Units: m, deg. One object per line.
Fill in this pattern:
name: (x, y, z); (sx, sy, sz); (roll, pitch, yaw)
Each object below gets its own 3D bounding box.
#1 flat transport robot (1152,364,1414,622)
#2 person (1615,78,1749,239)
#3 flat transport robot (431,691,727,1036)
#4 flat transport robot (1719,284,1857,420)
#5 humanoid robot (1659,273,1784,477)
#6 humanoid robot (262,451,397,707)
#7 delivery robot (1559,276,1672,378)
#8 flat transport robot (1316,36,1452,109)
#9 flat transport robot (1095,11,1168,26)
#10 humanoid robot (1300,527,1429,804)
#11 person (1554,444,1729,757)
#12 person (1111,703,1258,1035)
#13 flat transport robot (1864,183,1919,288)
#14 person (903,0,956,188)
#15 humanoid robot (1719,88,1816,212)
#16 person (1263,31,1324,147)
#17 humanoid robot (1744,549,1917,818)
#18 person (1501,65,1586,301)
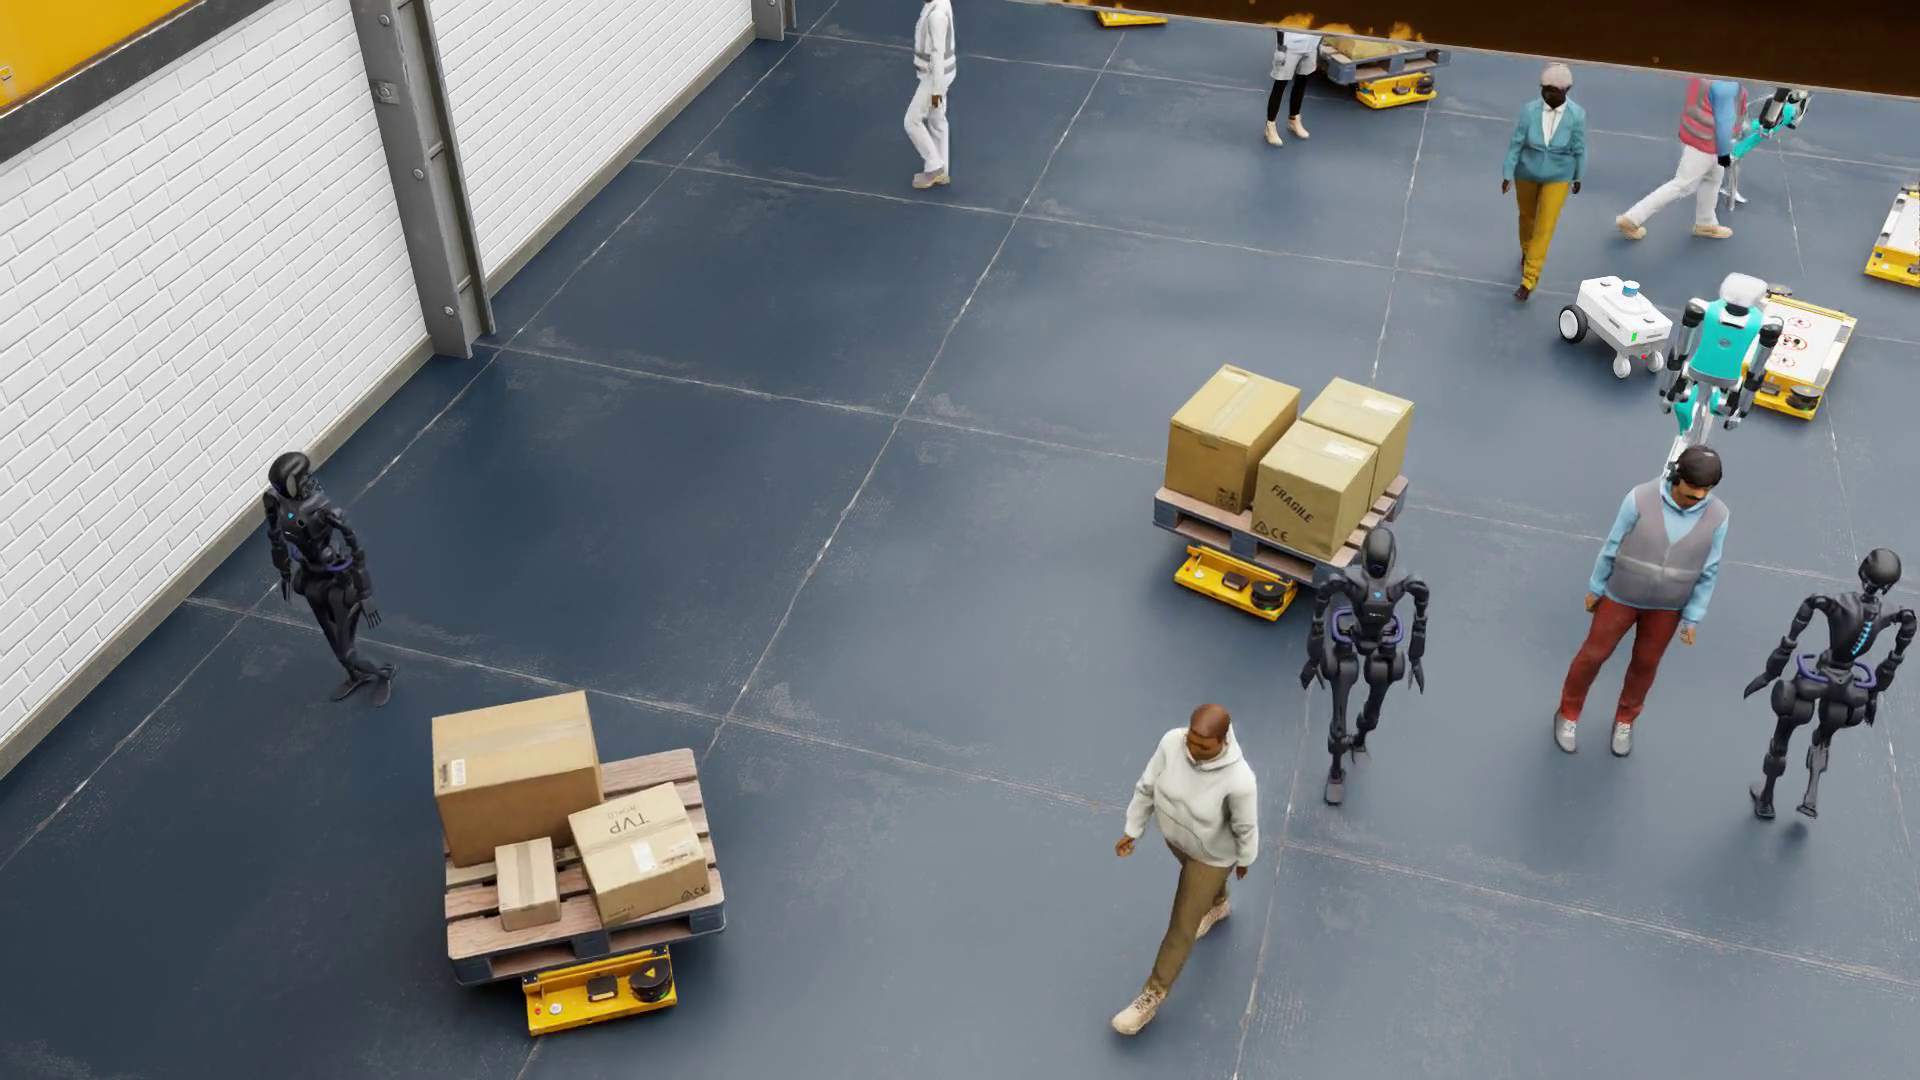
flat transport robot: (1.927, -0.067, 10.088); (0.659, 0.231, 1.431); (23, 44, 26)
person: (5.609, -3.068, 12.609); (0.870, 1.792, 0.629); (10, 40, 12)
flat transport robot: (-1.776, 1.665, 7.934); (0.659, 0.231, 1.431); (-10, 40, -12)
flat transport robot: (5.807, -1.335, 11.665); (0.659, 0.231, 1.431); (23, 44, 25)
humanoid robot: (4.528, -0.949, 10.038); (0.539, 1.730, 0.938); (18, 42, 21)
humanoid robot: (-3.291, 0.212, 8.616); (0.611, 1.644, 0.332); (13, 41, 15)
delivery robot: (4.641, -1.550, 11.702); (0.499, 0.592, 0.774); (-11, 40, -13)
flat transport robot: (3.759, -4.409, 15.489); (0.659, 0.231, 1.431); (-14, 41, -17)
flat transport robot: (1.639, -5.601, 16.971); (0.659, 0.231, 1.431); (-5, 39, -7)
humanoid robot: (2.002, 0.595, 8.159); (0.613, 1.635, 0.603); (3, 39, 3)
person: (3.449, 0.291, 8.367); (0.556, 1.874, 0.482); (8, 39, 10)
person: (0.997, 1.328, 7.196); (0.974, 1.715, 0.511); (-30, 48, -32)
flat transport robot: (7.526, -2.341, 12.917); (0.659, 0.231, 1.431); (22, 44, 25)
person: (-0.272, -3.720, 13.351); (0.478, 1.873, 0.618); (0, 39, 0)
humanoid robot: (6.334, -3.370, 13.092); (0.537, 1.853, 0.822); (-24, 45, -27)
person: (2.862, -4.184, 14.073); (0.535, 1.697, 0.319); (-18, 42, -21)
humanoid robot: (4.132, 0.728, 7.976); (0.593, 1.652, 0.395); (7, 39, 9)
person: (4.234, -2.633, 12.128); (0.551, 1.693, 0.934); (18, 42, 21)
